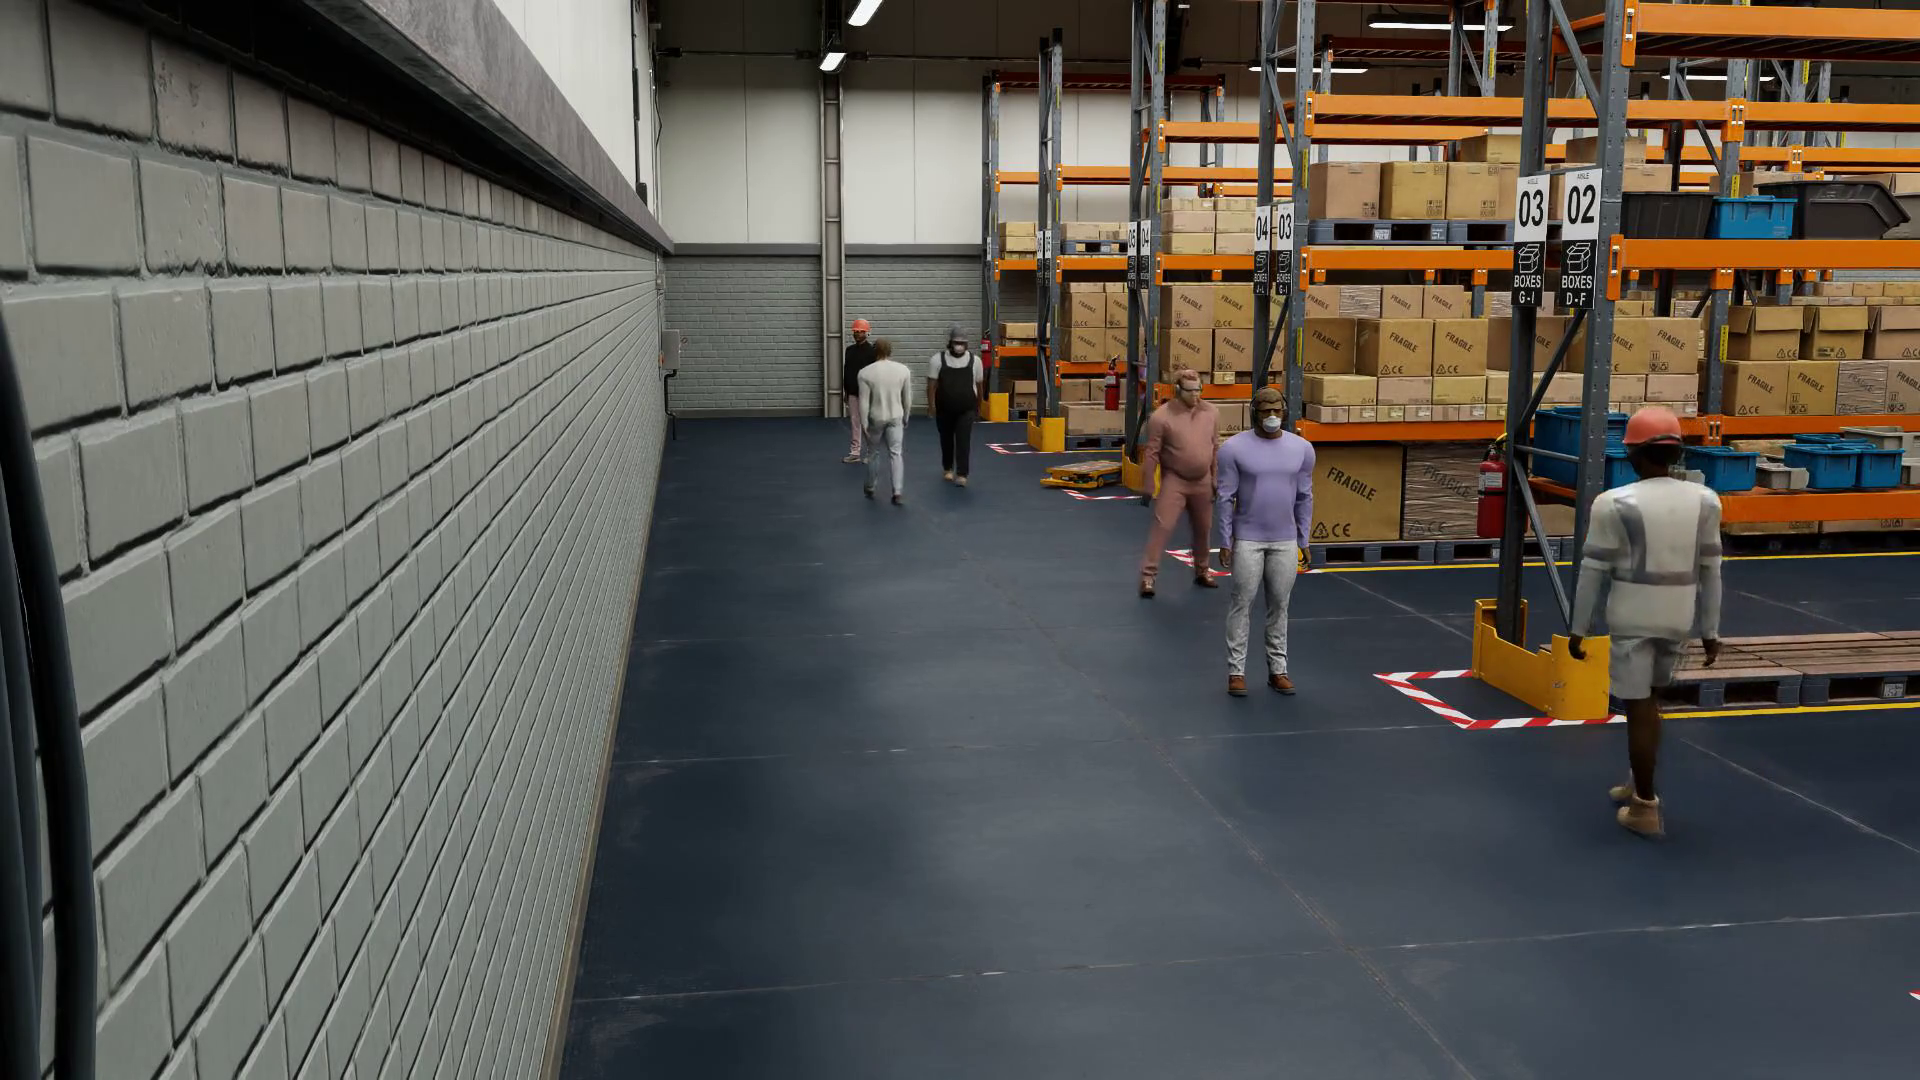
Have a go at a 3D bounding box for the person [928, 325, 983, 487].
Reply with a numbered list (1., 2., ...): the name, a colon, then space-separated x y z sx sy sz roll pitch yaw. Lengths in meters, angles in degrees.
1. person: -0.053 -1.716 20.734 0.686 2.000 1.034 0 9 2

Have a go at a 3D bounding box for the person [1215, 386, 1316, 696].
1. person: 1.907 0.009 10.406 0.629 1.940 0.372 -1 9 -7

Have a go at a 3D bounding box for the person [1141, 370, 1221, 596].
1. person: 1.791 -0.474 13.683 0.799 1.860 0.558 -3 10 -19

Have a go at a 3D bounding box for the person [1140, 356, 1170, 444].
1. person: 2.692 -1.845 22.208 0.709 1.807 0.617 -3 10 -19

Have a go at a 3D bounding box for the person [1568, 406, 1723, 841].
1. person: 3.205 0.372 7.905 0.644 2.020 0.720 -1 9 -8

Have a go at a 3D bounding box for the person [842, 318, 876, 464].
1. person: -1.358 -2.042 22.877 0.613 1.997 0.374 6 11 33

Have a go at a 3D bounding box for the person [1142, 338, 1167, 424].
1. person: 2.406 -1.622 20.724 0.333 1.858 0.509 -4 10 -22

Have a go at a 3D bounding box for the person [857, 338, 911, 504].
1. person: -0.863 -1.364 19.071 0.650 1.887 1.040 -2 9 -13

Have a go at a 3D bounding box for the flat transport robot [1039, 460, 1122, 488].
1. flat transport robot: 1.665 -0.828 20.697 0.652 0.197 1.431 7 12 37
